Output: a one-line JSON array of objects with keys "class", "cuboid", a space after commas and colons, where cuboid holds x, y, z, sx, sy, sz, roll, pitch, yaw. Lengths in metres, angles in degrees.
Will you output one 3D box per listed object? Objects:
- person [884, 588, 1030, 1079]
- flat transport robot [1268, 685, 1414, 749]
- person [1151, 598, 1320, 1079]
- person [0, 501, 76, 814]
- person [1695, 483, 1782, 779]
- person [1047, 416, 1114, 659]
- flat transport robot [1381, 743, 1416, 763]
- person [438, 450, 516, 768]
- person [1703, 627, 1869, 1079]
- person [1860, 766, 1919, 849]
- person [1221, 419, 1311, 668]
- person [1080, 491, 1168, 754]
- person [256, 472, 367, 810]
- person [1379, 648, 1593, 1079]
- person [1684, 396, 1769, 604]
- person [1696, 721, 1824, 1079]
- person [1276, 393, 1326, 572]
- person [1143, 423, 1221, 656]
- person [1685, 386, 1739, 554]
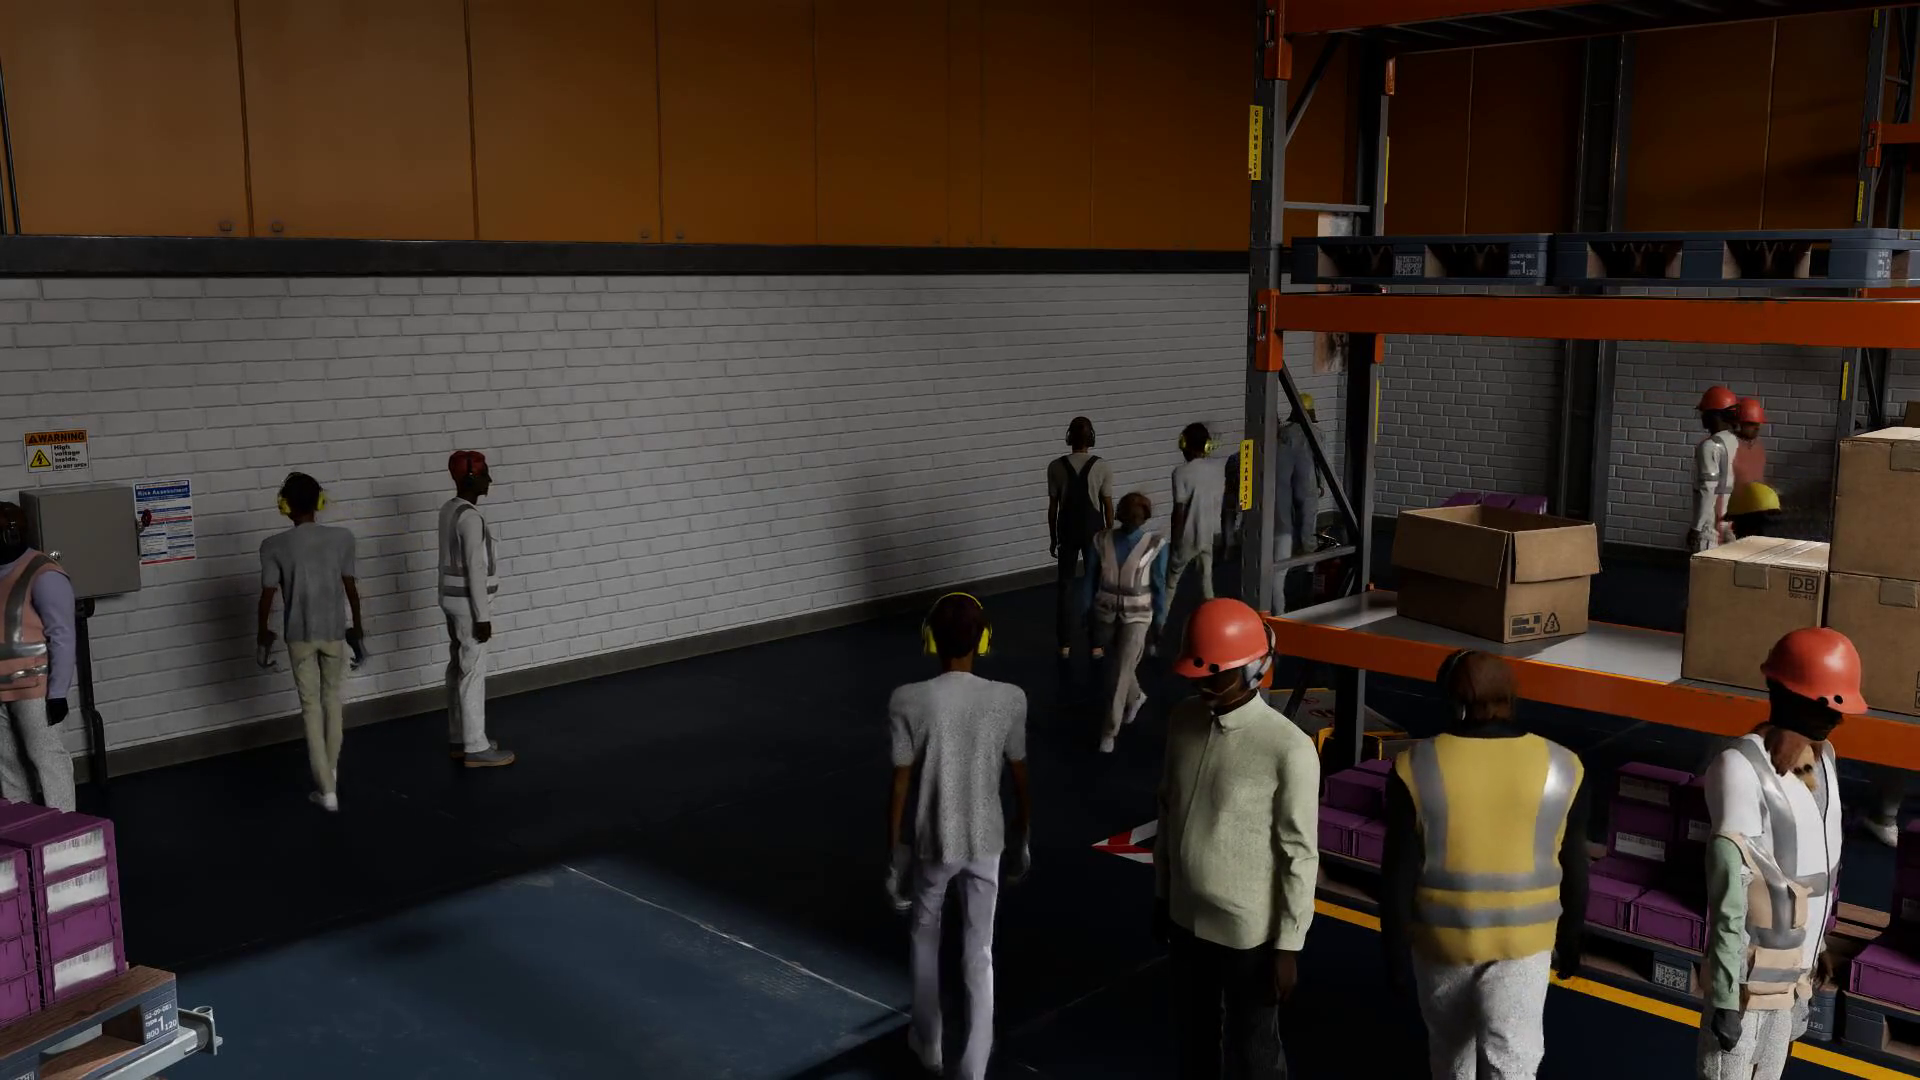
[{"class": "person", "cuboid": [-0.011, 1.075, 5.942, 0.526, 1.841, 0.808, -1, 9, -4]}, {"class": "flat transport robot", "cuboid": [2.230, 1.144, 10.309, 0.652, 0.197, 1.431, -2, 9, -10]}, {"class": "person", "cuboid": [0.798, 1.145, 5.058, 0.393, 1.985, 0.611, -7, 12, -36]}, {"class": "person", "cuboid": [-4.595, 0.721, 8.104, 0.634, 1.841, 0.429, 4, 10, 23]}, {"class": "person", "cuboid": [4.043, 0.650, 8.483, 0.942, 1.861, 0.612, 3, 10, 20]}, {"class": "person", "cuboid": [0.913, -0.014, 12.594, 0.508, 1.846, 0.345, 2, 9, 10]}, {"class": "flat transport robot", "cuboid": [2.676, 1.301, 9.350, 1.431, 0.197, 0.652, -2, 9, -10]}, {"class": "person", "cuboid": [-2.919, 0.405, 9.913, 0.357, 1.881, 0.574, -6, 11, -31]}, {"class": "person", "cuboid": [2.421, 1.198, 4.916, 0.543, 1.928, 0.374, -7, 12, -37]}, {"class": "person", "cuboid": [4.983, 0.700, 8.170, 0.598, 1.869, 1.033, -5, 10, -26]}, {"class": "person", "cuboid": [2.234, -0.002, 12.290, 0.649, 1.915, 0.629, 4, 10, 25]}, {"class": "person", "cuboid": [1.054, 0.470, 10.390, 0.532, 1.598, 0.807, 5, 10, 27]}, {"class": "person", "cuboid": [-3.638, 0.537, 9.233, 0.534, 1.836, 0.798, -7, 12, -37]}, {"class": "person", "cuboid": [1.621, 1.235, 5.153, 0.636, 1.797, 0.954, 2, 9, 9]}, {"class": "person", "cuboid": [6.044, -0.144, 12.987, 0.649, 1.974, 0.774, -7, 12, -36]}, {"class": "person", "cuboid": [2.361, 1.338, 4.934, 0.513, 1.641, 0.307, -7, 12, -38]}, {"class": "person", "cuboid": [3.329, -0.560, 16.255, 0.493, 1.743, 0.314, 4, 10, 23]}, {"class": "person", "cuboid": [1.689, 0.033, 12.429, 0.551, 1.805, 0.959, -6, 11, -33]}, {"class": "person", "cuboid": [5.856, -0.174, 12.973, 0.607, 2.044, 0.372, -9, 13, -42]}]
